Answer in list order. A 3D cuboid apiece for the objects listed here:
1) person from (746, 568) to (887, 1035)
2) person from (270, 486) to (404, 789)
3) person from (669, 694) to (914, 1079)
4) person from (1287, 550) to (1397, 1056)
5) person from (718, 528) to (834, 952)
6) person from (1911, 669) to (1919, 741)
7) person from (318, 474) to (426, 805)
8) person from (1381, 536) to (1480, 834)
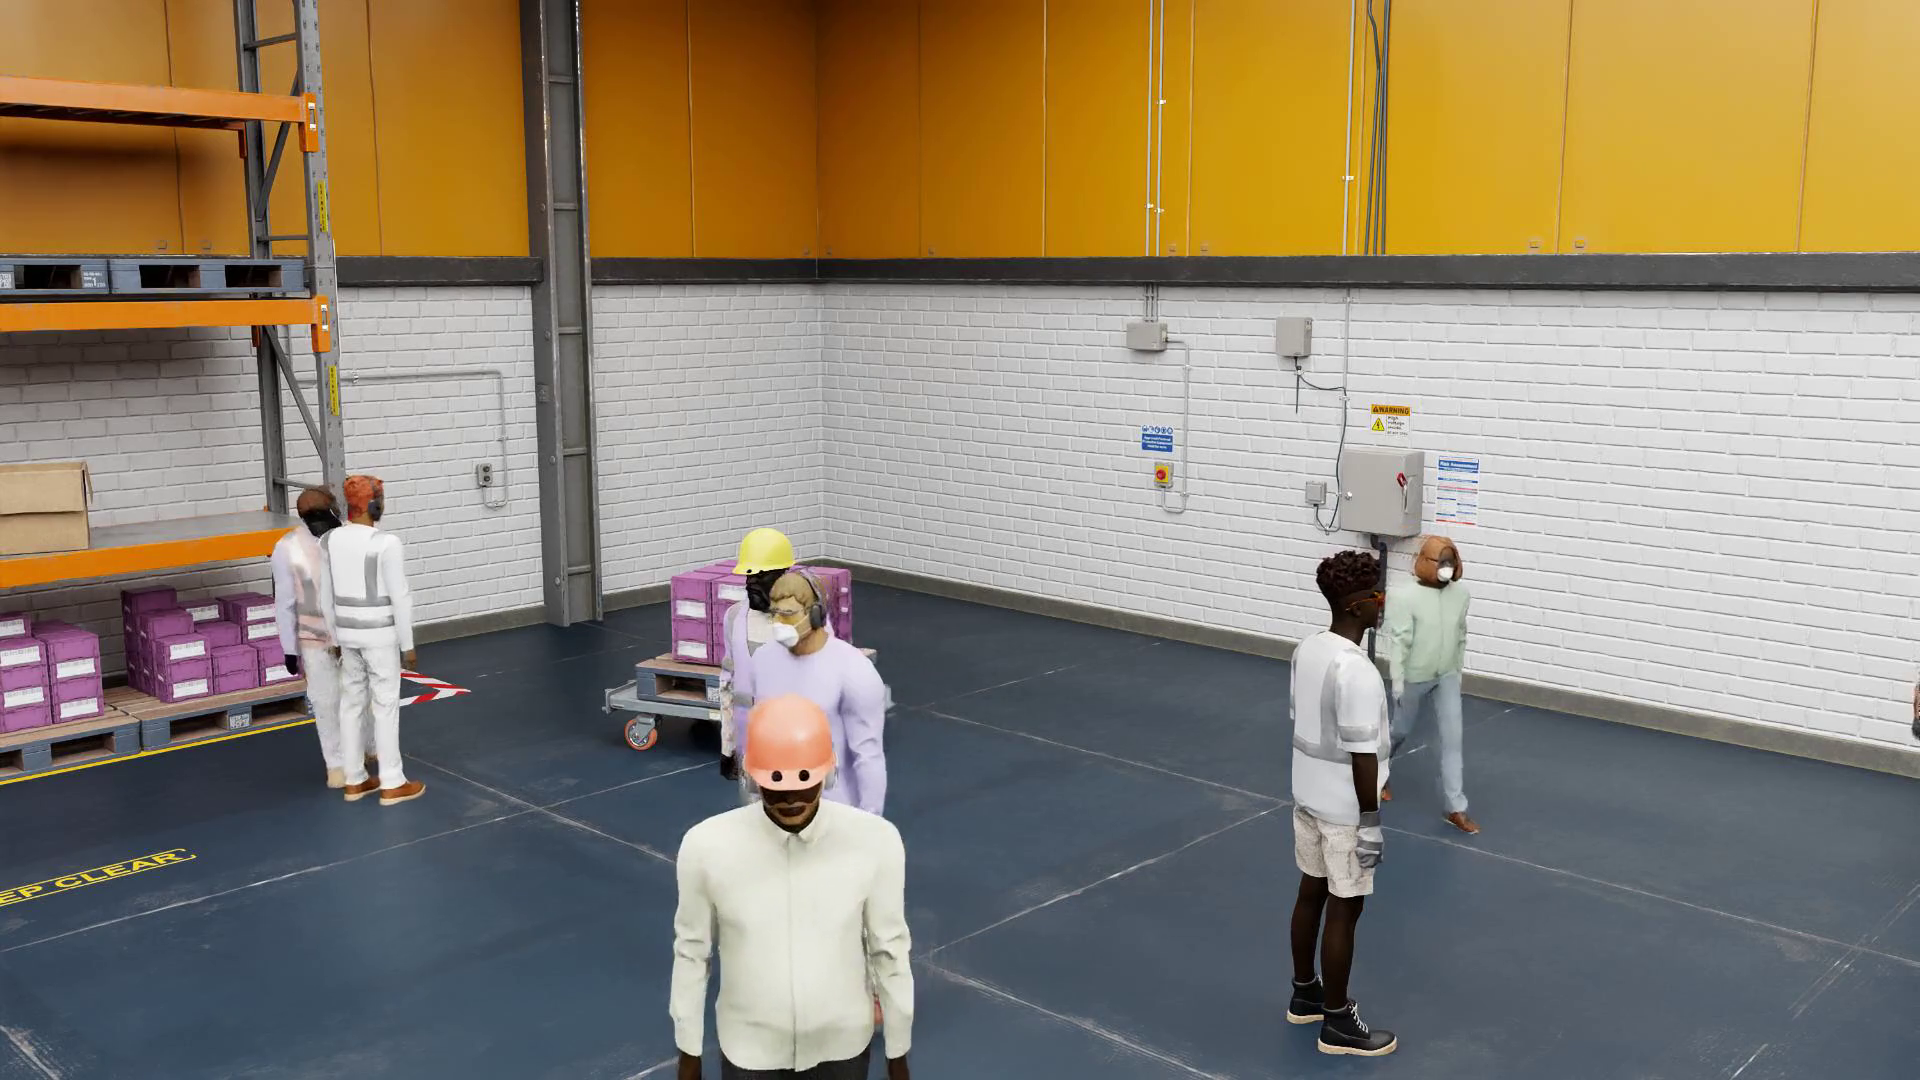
[{"bbox_3d":[-0.548,1.046,6.381,0.625,1.922,0.489,8,12,40],"label":"person"},{"bbox_3d":[-3.649,0.568,9.684,0.657,1.802,0.467,-7,12,-37],"label":"person"},{"bbox_3d":[-0.450,1.333,4.469,0.636,1.965,0.599,-2,9,-11],"label":"person"},{"bbox_3d":[1.485,1.007,6.478,0.367,1.966,0.607,-2,9,-12],"label":"person"},{"bbox_3d":[-0.817,0.898,7.266,0.592,1.926,0.366,5,11,29],"label":"person"},{"bbox_3d":[5.013,0.909,8.209,0.530,1.596,0.851,3,10,17],"label":"person"},{"bbox_3d":[-3.345,0.566,9.435,0.583,1.882,0.339,4,10,22],"label":"person"},{"bbox_3d":[2.567,0.746,9.218,0.517,1.594,0.849,-3,10,-18],"label":"person"}]
